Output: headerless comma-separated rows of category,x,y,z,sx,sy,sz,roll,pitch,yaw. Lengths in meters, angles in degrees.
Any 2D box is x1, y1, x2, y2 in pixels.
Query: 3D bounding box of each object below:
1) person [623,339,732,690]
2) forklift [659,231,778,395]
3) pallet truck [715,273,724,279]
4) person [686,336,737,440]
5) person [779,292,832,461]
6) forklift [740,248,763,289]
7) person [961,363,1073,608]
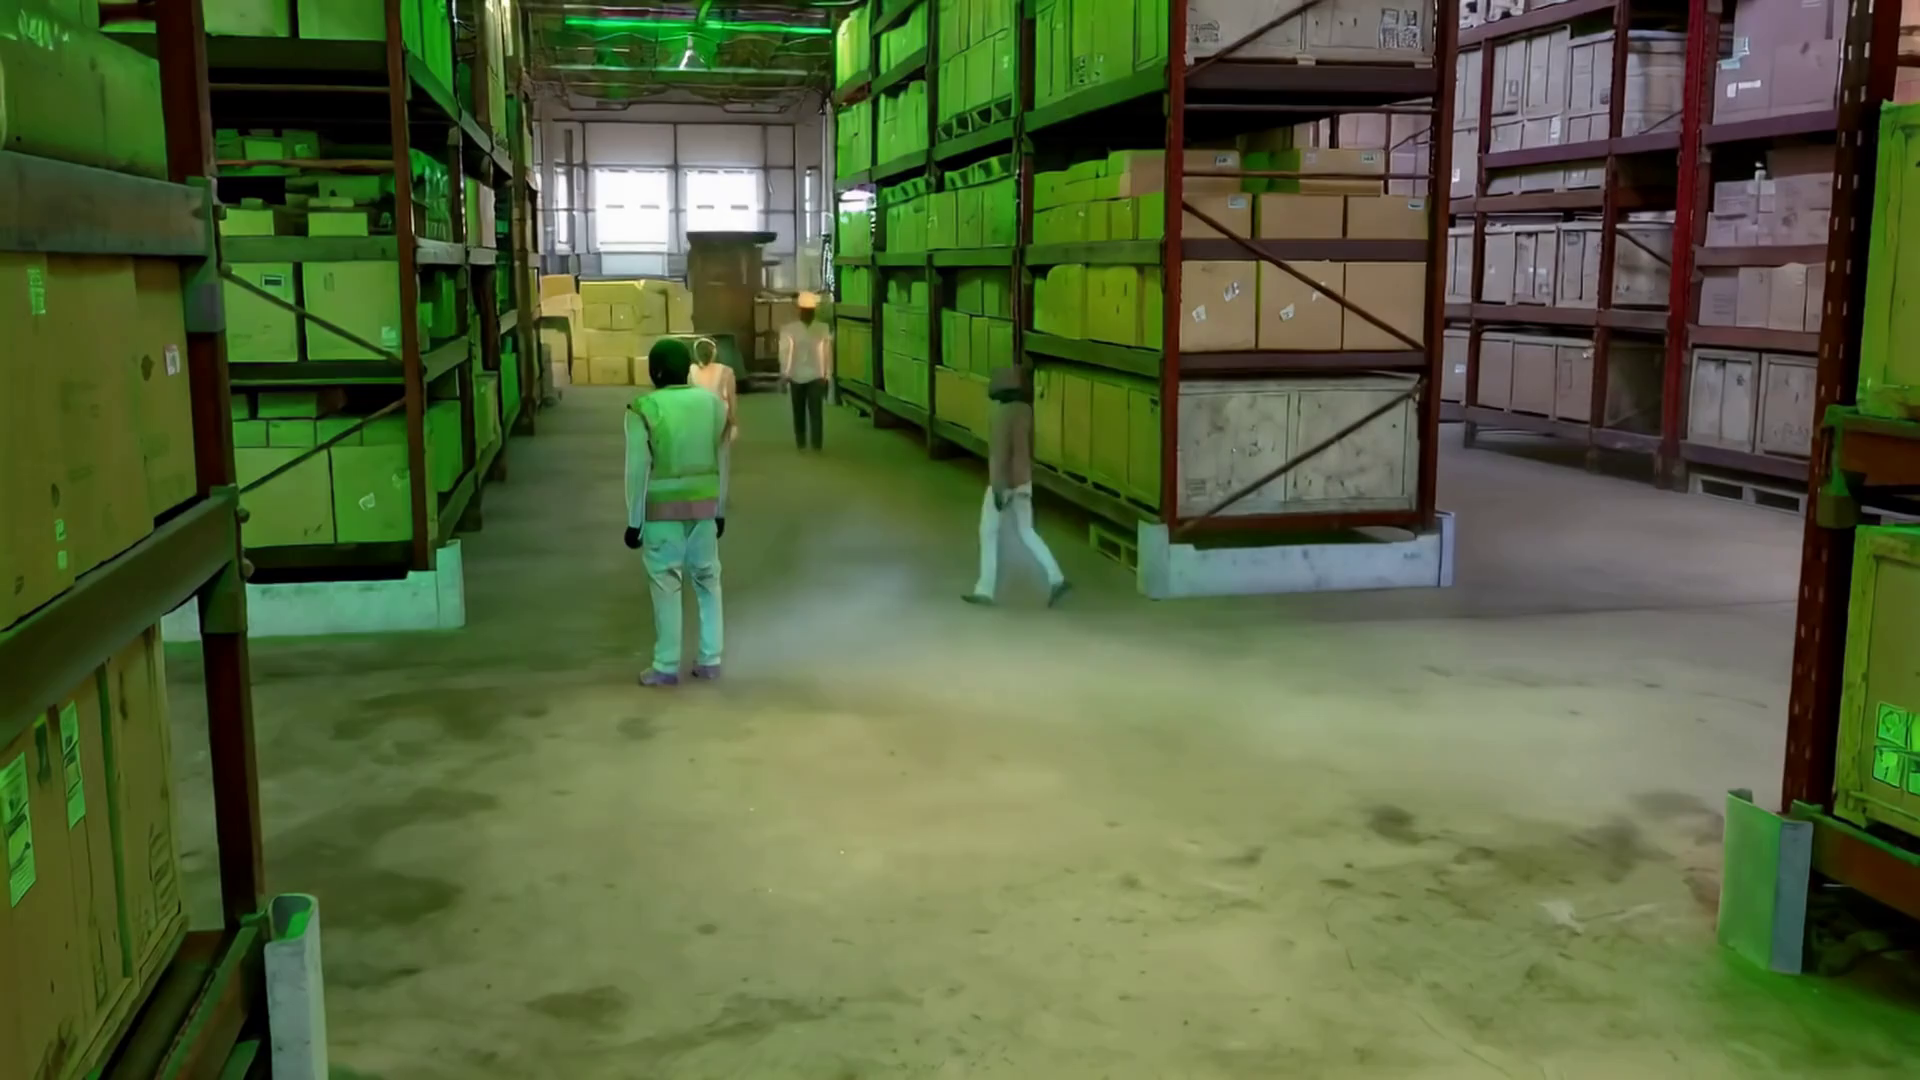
person,-1.507,-0.134,8.799,0.624,1.845,0.430,-8,12,-39
forklift,-4.143,-3.839,28.223,1.129,2.768,1.873,6,11,32
pallet truck,-8.580,-8.986,62.280,1.885,1.965,0.823,1,9,5
person,-2.258,-0.993,14.711,0.535,1.605,0.744,0,9,2
person,-1.794,-1.914,19.375,0.621,1.948,1.039,-1,9,-9
forklift,-6.596,-7.703,51.773,1.129,2.768,1.873,-8,12,-39
person,0.381,-0.344,10.796,0.713,1.603,0.505,9,13,43
